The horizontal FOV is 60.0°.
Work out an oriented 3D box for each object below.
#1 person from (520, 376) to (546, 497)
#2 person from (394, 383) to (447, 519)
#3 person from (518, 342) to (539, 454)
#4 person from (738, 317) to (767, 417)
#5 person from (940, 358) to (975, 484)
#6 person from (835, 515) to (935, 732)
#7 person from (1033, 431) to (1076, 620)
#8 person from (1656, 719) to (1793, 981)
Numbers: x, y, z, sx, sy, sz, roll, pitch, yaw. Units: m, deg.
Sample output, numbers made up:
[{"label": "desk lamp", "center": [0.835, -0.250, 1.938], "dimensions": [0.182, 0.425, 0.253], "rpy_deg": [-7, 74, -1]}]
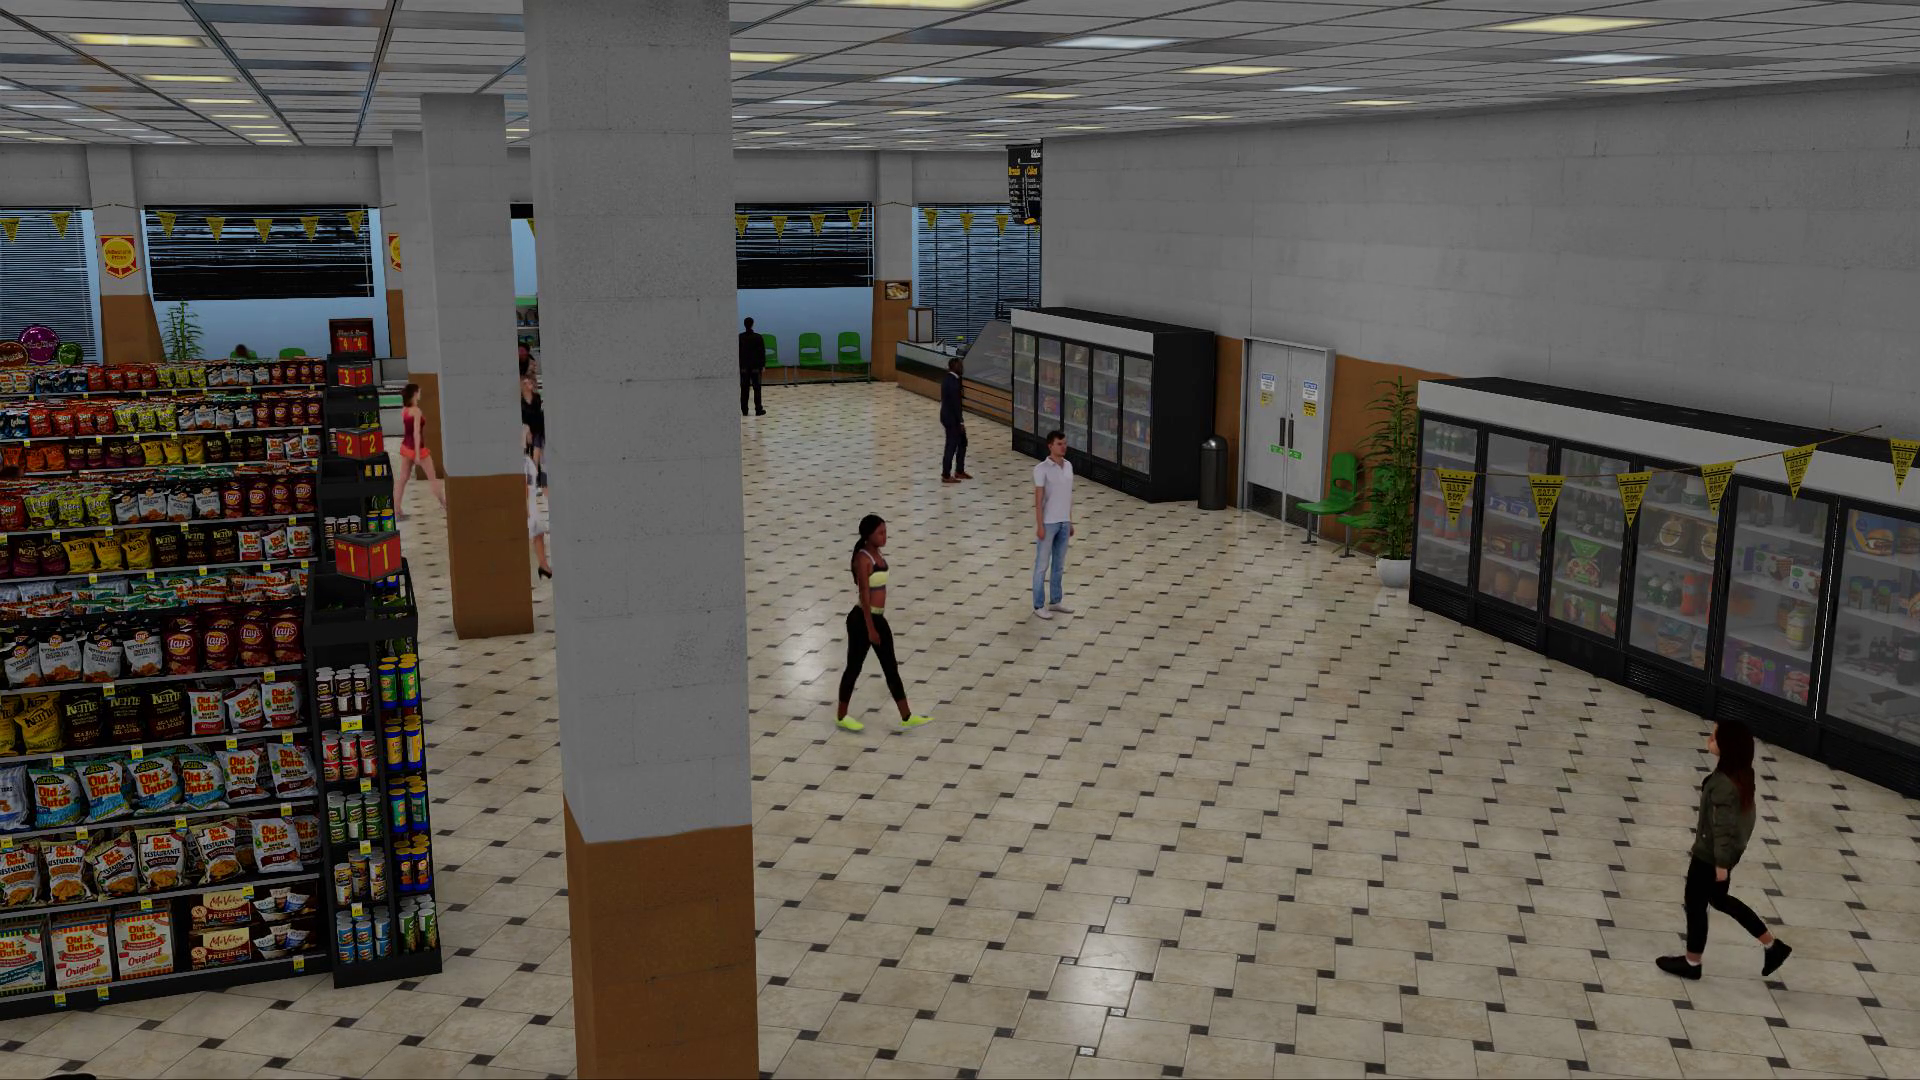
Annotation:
[{"label": "person", "center": [-5.988, -1.417, 22.957], "dimensions": [1.158, 1.639, 0.814], "rpy_deg": [-6, 14, -28]}, {"label": "person", "center": [-7.090, -1.113, 21.354], "dimensions": [0.991, 1.703, 1.173], "rpy_deg": [9, 15, 35]}, {"label": "person", "center": [-6.968, -2.278, 26.683], "dimensions": [0.633, 1.788, 0.732], "rpy_deg": [2, 12, 9]}, {"label": "person", "center": [-3.932, -3.262, 31.233], "dimensions": [0.711, 1.839, 0.857], "rpy_deg": [2, 12, 9]}, {"label": "person", "center": [-0.184, -1.709, 23.938], "dimensions": [0.833, 1.806, 0.809], "rpy_deg": [-1, 12, -5]}, {"label": "person", "center": [-0.797, 0.665, 12.875], "dimensions": [1.081, 1.718, 1.020], "rpy_deg": [5, 13, 24]}, {"label": "person", "center": [0.925, -0.169, 16.518], "dimensions": [0.634, 1.850, 0.785], "rpy_deg": [-11, 16, -42]}, {"label": "person", "center": [4.081, 1.659, 8.779], "dimensions": [0.892, 1.462, 0.906], "rpy_deg": [9, 15, 36]}]
